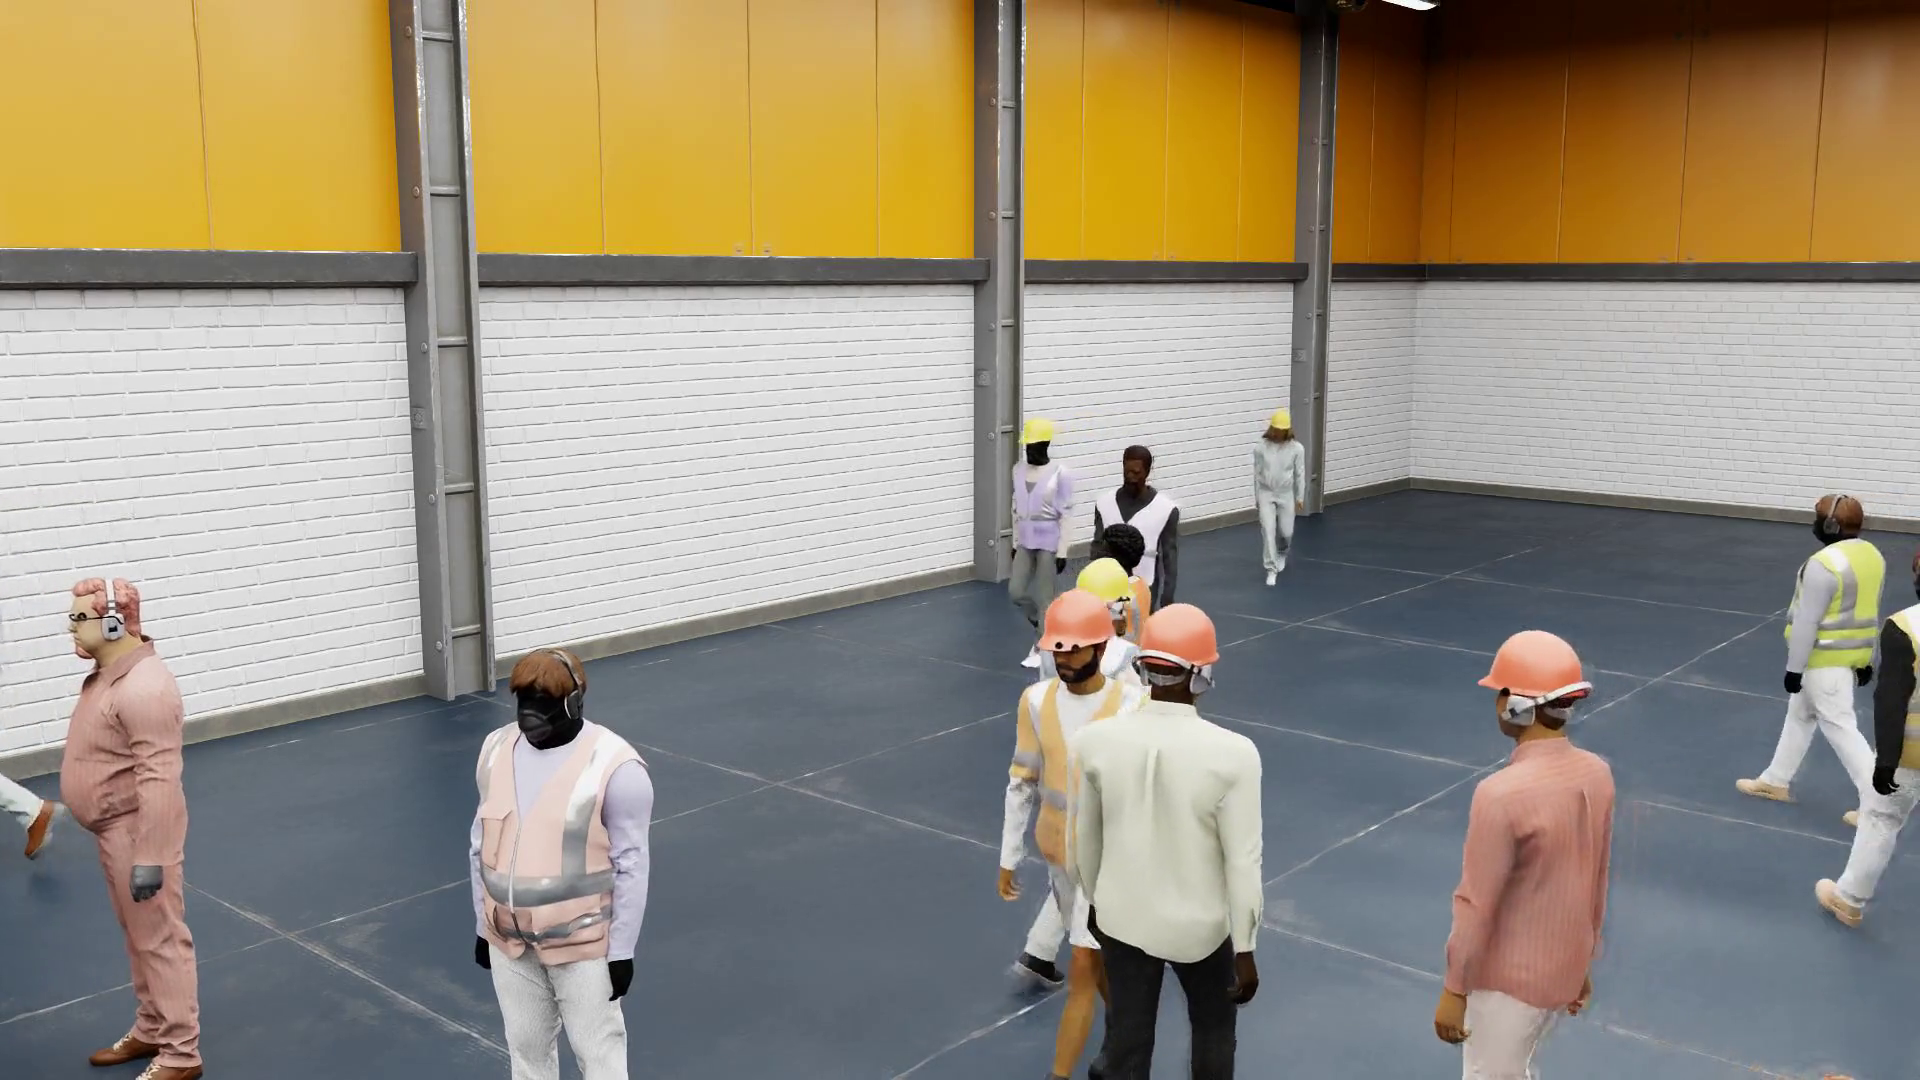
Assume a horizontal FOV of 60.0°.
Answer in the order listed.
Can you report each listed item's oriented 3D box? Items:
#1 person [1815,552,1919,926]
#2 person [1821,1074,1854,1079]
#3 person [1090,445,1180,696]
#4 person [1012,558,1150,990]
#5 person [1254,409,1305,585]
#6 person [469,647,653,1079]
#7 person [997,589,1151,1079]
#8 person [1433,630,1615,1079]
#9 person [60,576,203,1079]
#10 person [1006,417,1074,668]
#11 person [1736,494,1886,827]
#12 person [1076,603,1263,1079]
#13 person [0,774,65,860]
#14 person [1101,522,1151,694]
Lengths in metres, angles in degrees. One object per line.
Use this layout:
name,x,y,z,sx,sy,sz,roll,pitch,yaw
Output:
person,4.242,0.911,7.391,0.653,1.801,0.894,-1,9,-8
person,1.531,1.725,2.866,0.527,1.597,0.777,-1,9,-5
person,1.167,0.301,10.933,0.600,1.896,0.740,6,11,34
person,0.542,0.973,7.037,0.895,1.797,0.593,-6,11,-32
person,3.081,-0.430,16.114,0.493,1.714,0.608,1,9,9
person,-1.270,1.238,5.209,0.627,1.844,0.429,3,10,21
person,0.392,1.110,5.869,0.564,1.878,1.000,6,11,33
person,1.682,1.240,4.802,0.626,1.969,0.777,-9,12,-43
person,-3.030,1.071,6.052,0.399,1.908,0.643,-7,11,-36
person,0.590,0.022,12.604,0.611,1.912,0.411,8,12,42
person,4.774,0.641,9.101,0.635,1.801,0.940,-7,11,-37
person,0.698,1.161,5.288,0.653,1.963,0.836,5,10,27
person,-4.908,0.717,8.235,0.698,1.925,0.636,-2,9,-15
person,0.847,0.752,8.713,0.316,1.696,0.540,3,9,18
